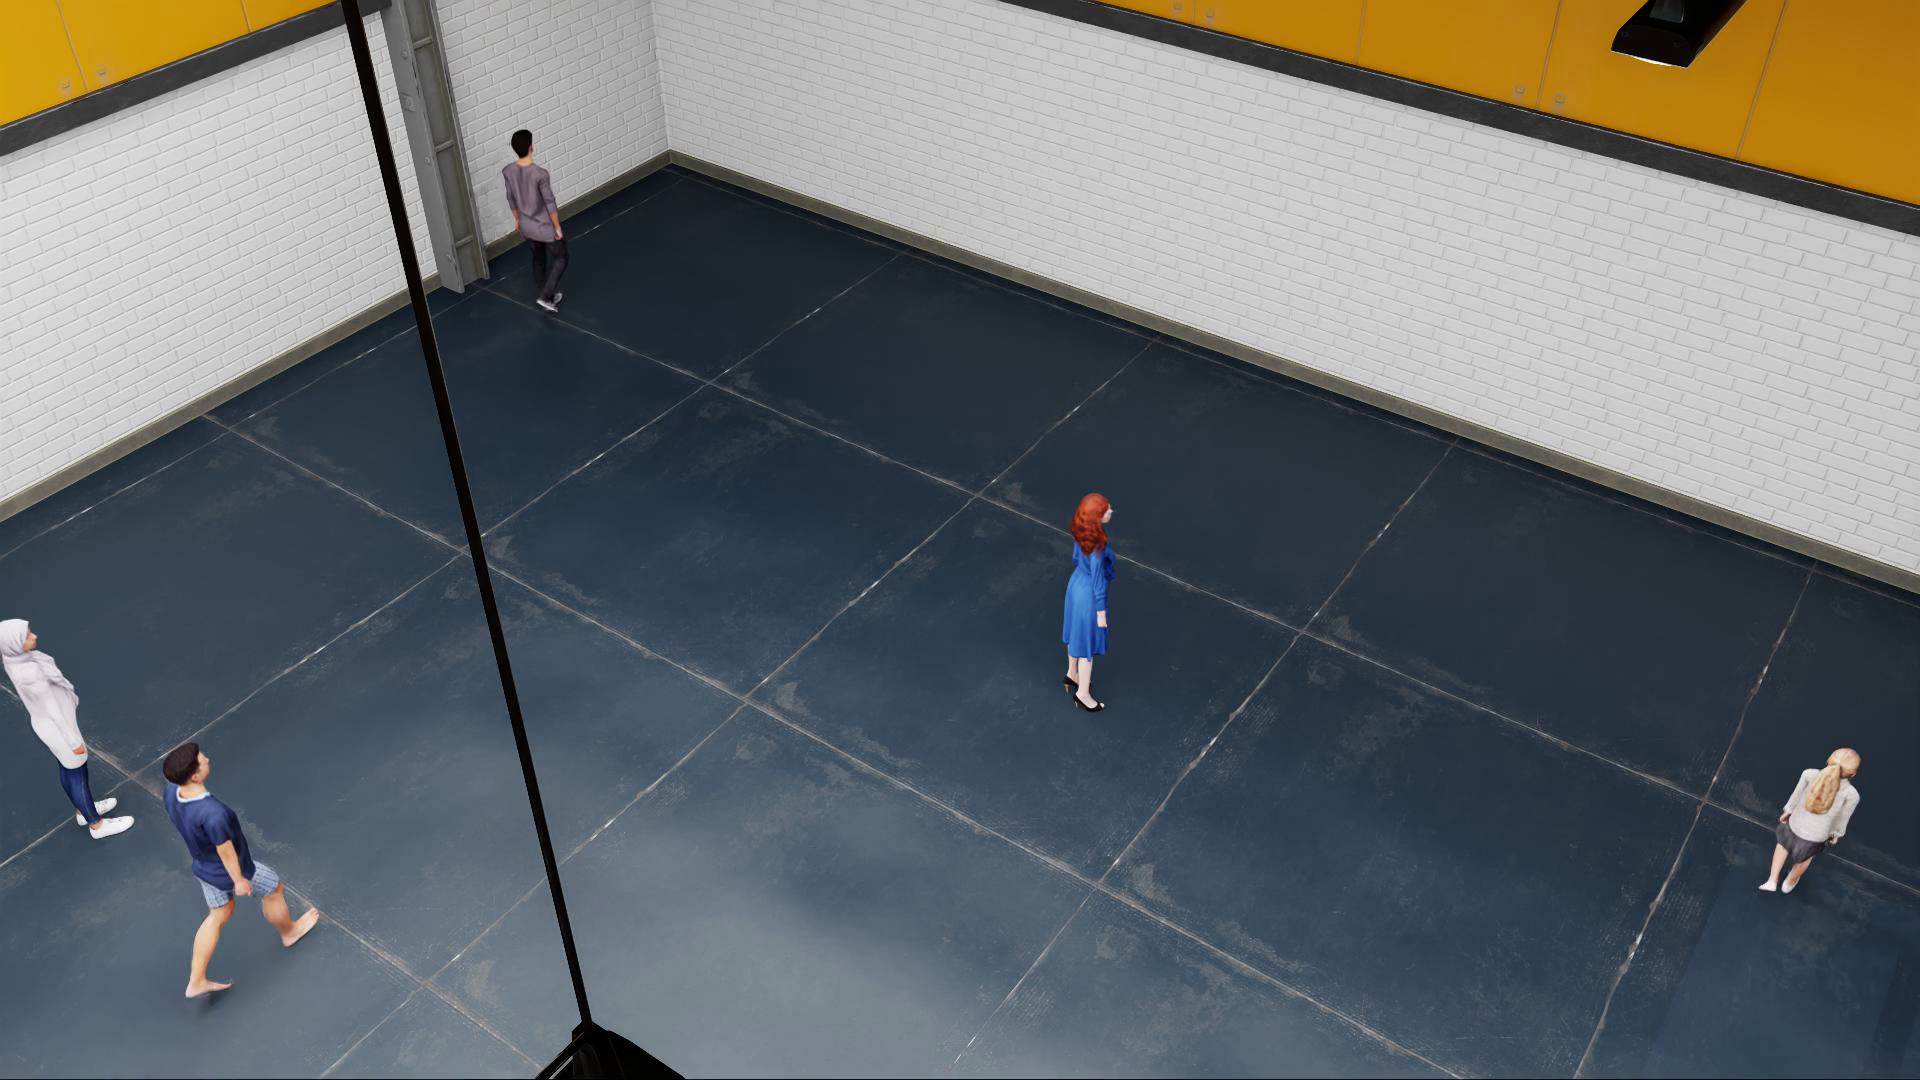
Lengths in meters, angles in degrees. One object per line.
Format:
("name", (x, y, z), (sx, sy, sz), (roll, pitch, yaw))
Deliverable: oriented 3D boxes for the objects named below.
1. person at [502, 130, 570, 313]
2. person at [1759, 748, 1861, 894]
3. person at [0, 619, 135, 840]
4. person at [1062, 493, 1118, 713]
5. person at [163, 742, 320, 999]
("person", (-4.029, -2.947, 15.727), (0.787, 1.840, 0.827), (15, 41, 18))
("person", (5.244, 1.773, 10.277), (0.536, 1.265, 0.662), (27, 46, 30))
("person", (-5.752, 1.197, 10.588), (0.596, 1.776, 0.659), (-30, 48, -32))
("person", (0.882, 0.426, 11.511), (0.765, 1.828, 0.715), (-9, 39, -11))
("person", (-4.335, 1.935, 9.631), (0.677, 1.817, 1.138), (20, 43, 23))
